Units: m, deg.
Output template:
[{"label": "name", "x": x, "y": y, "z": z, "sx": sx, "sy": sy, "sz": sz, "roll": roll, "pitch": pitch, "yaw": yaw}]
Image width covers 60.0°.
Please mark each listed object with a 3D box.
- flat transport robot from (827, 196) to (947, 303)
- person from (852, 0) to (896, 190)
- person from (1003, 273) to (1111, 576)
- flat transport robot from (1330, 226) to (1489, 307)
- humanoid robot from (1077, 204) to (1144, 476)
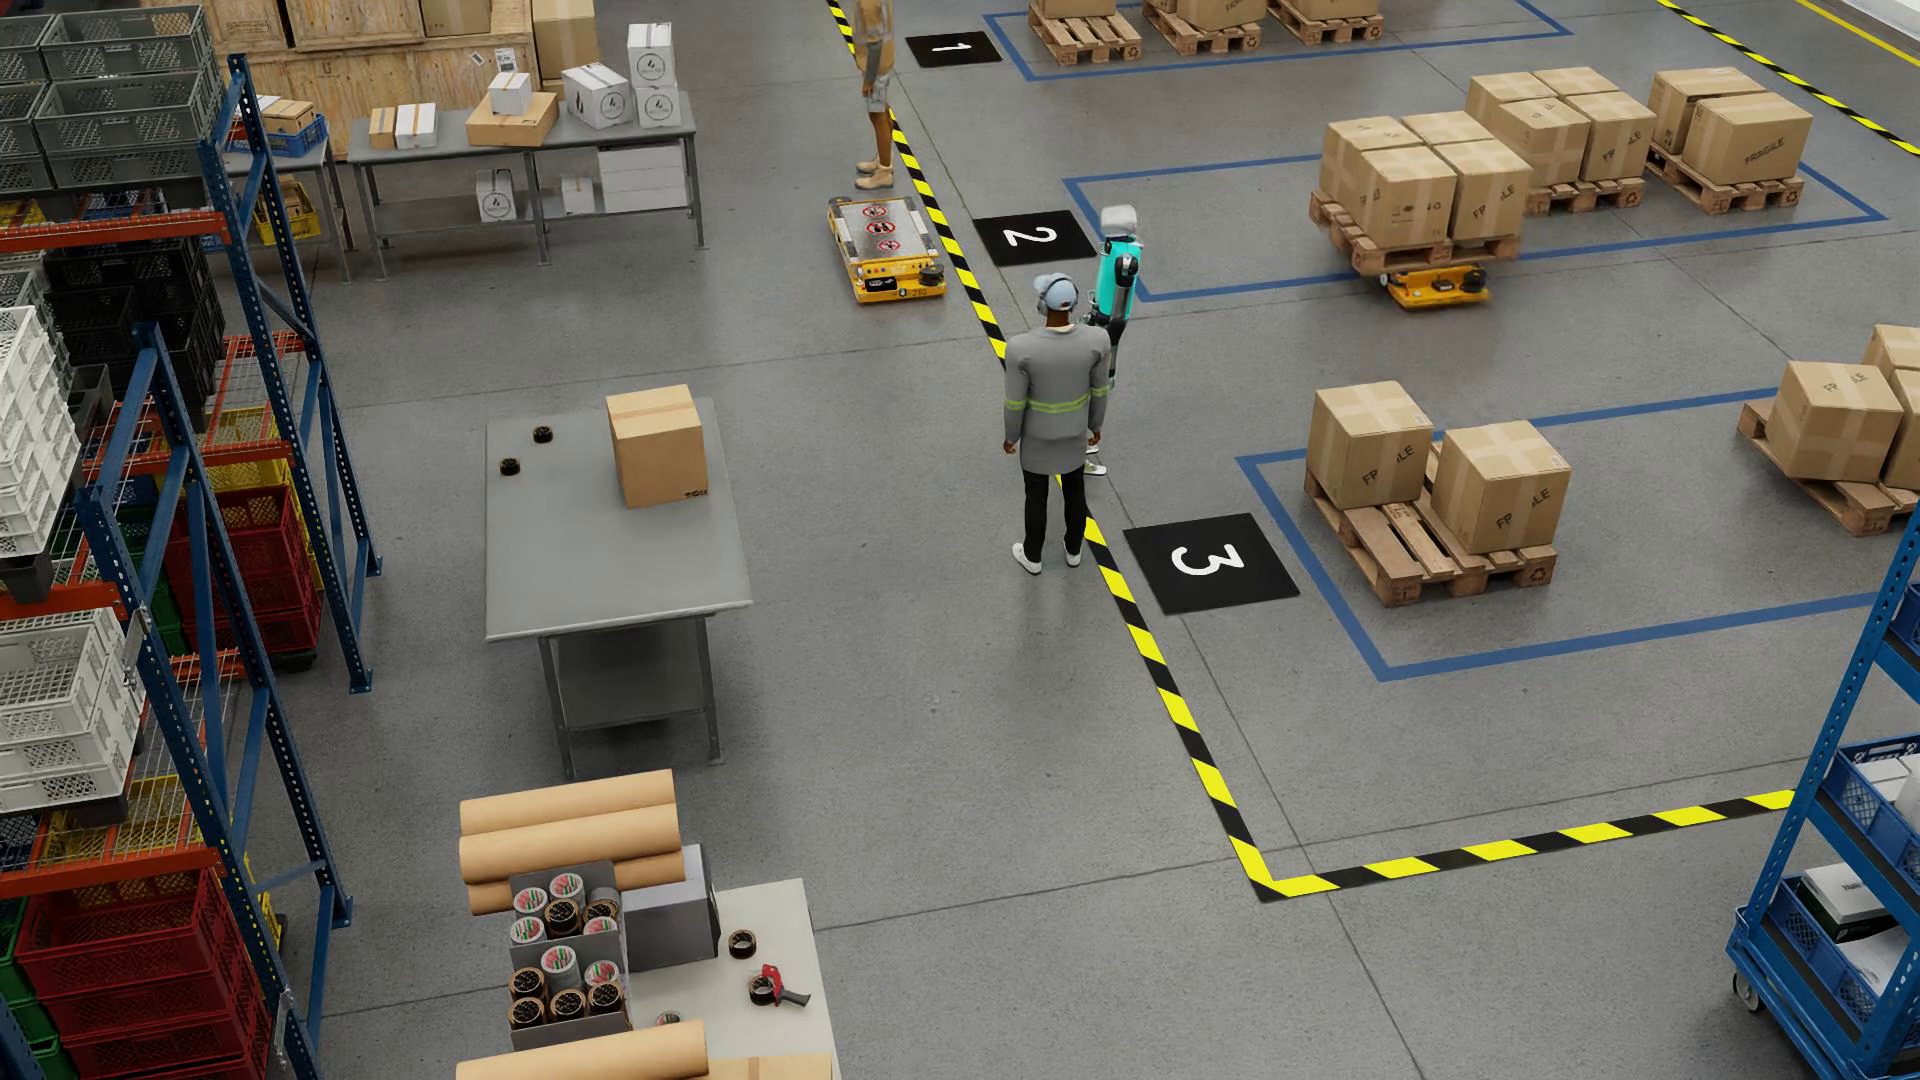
[{"label": "flat transport robot", "x": -0.570, "y": -2.220, "z": 12.538, "sx": 0.659, "sy": 0.231, "sz": 1.431, "roll": -8, "pitch": 37, "yaw": -10}, {"label": "person", "x": -0.711, "y": -3.765, "z": 13.137, "sx": 0.400, "sy": 2.034, "sz": 0.607, "roll": 2, "pitch": 37, "yaw": 3}, {"label": "person", "x": 0.511, "y": -0.625, "z": 9.068, "sx": 0.592, "sy": 1.852, "sz": 0.368, "roll": -9, "pitch": 38, "yaw": -11}, {"label": "flat transport robot", "x": 3.344, "y": -2.187, "z": 12.469, "sx": 0.652, "sy": 0.197, "sz": 1.431, "roll": -8, "pitch": 37, "yaw": -10}, {"label": "humanoid robot", "x": 0.669, "y": -1.157, "z": 9.766, "sx": 0.735, "sy": 1.677, "sz": 0.533, "roll": -1, "pitch": 37, "yaw": -2}]
